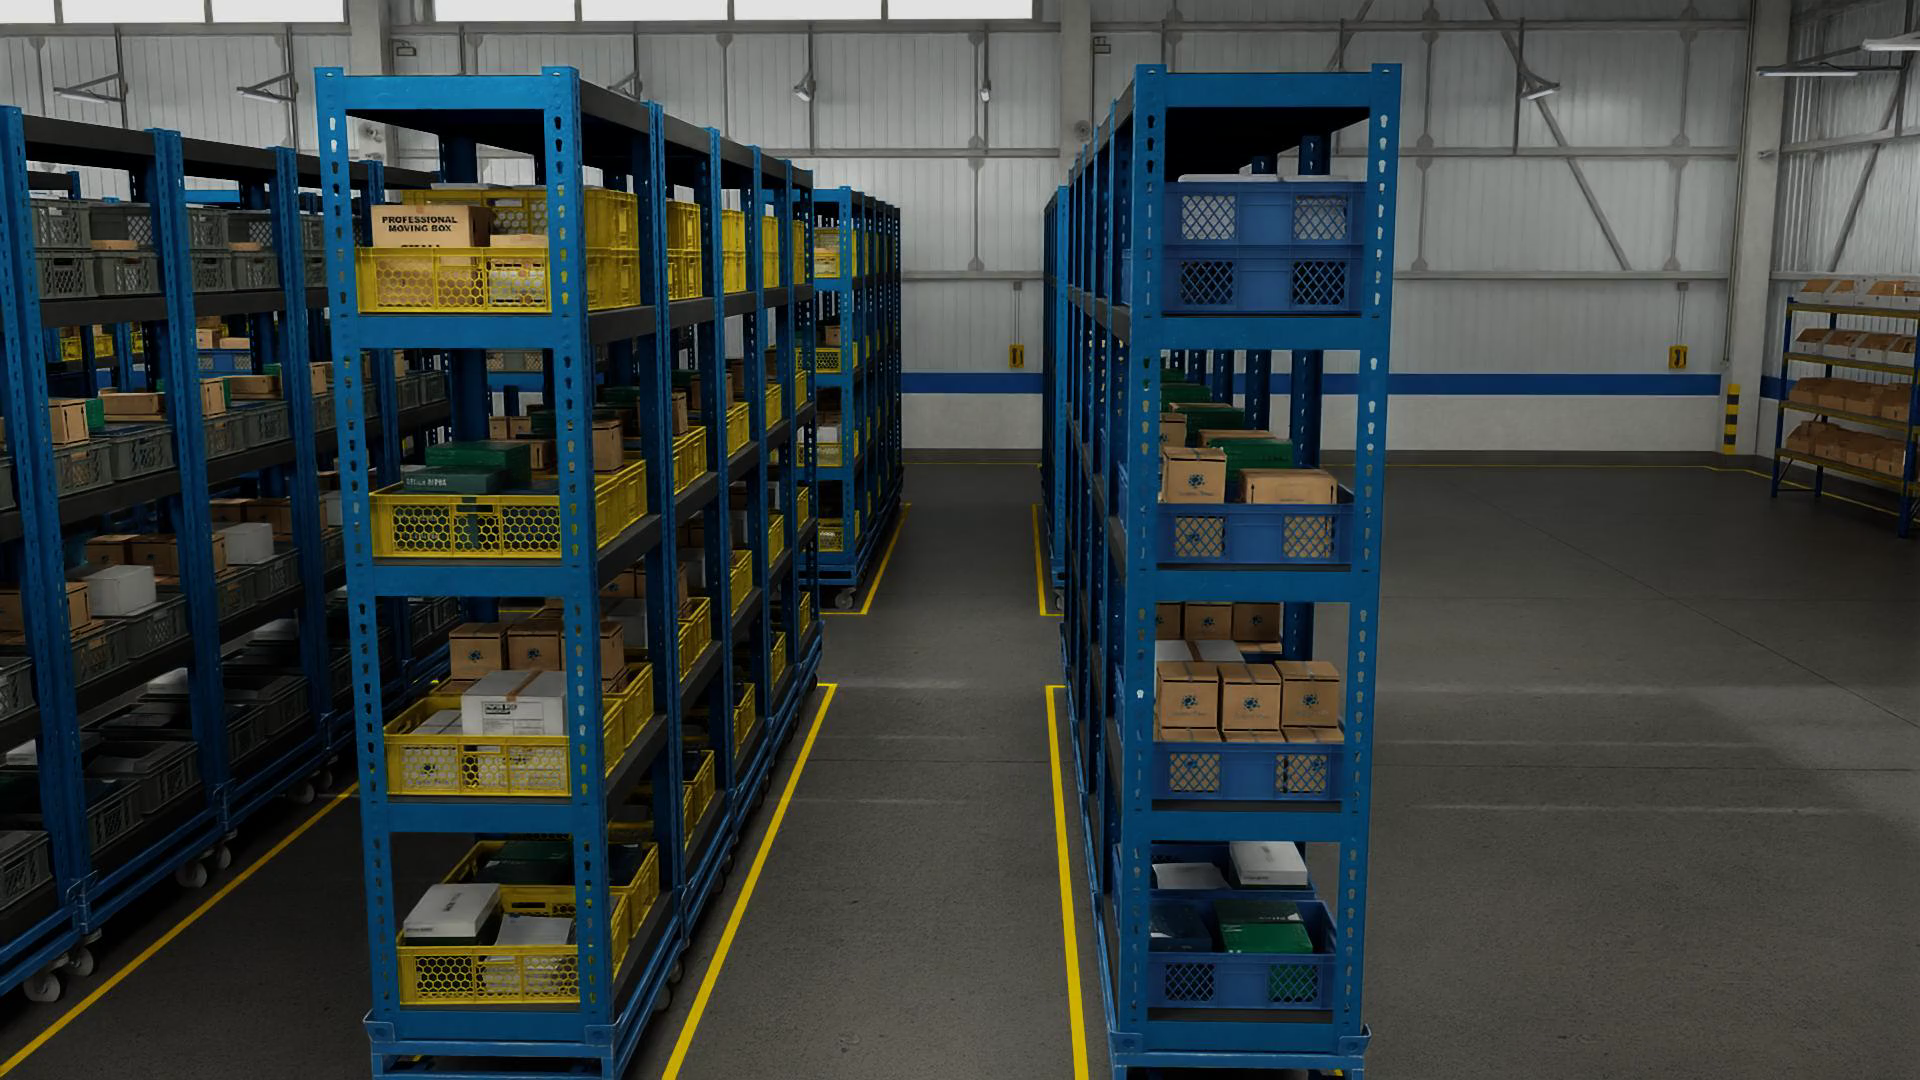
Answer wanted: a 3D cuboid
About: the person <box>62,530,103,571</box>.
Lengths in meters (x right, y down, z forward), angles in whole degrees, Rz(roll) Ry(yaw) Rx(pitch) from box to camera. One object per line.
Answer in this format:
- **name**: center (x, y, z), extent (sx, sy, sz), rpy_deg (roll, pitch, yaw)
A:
- **person**: center (-7.289, -0.175, 13.538), extent (0.777, 1.815, 0.589), rpy_deg (0, 10, 3)
